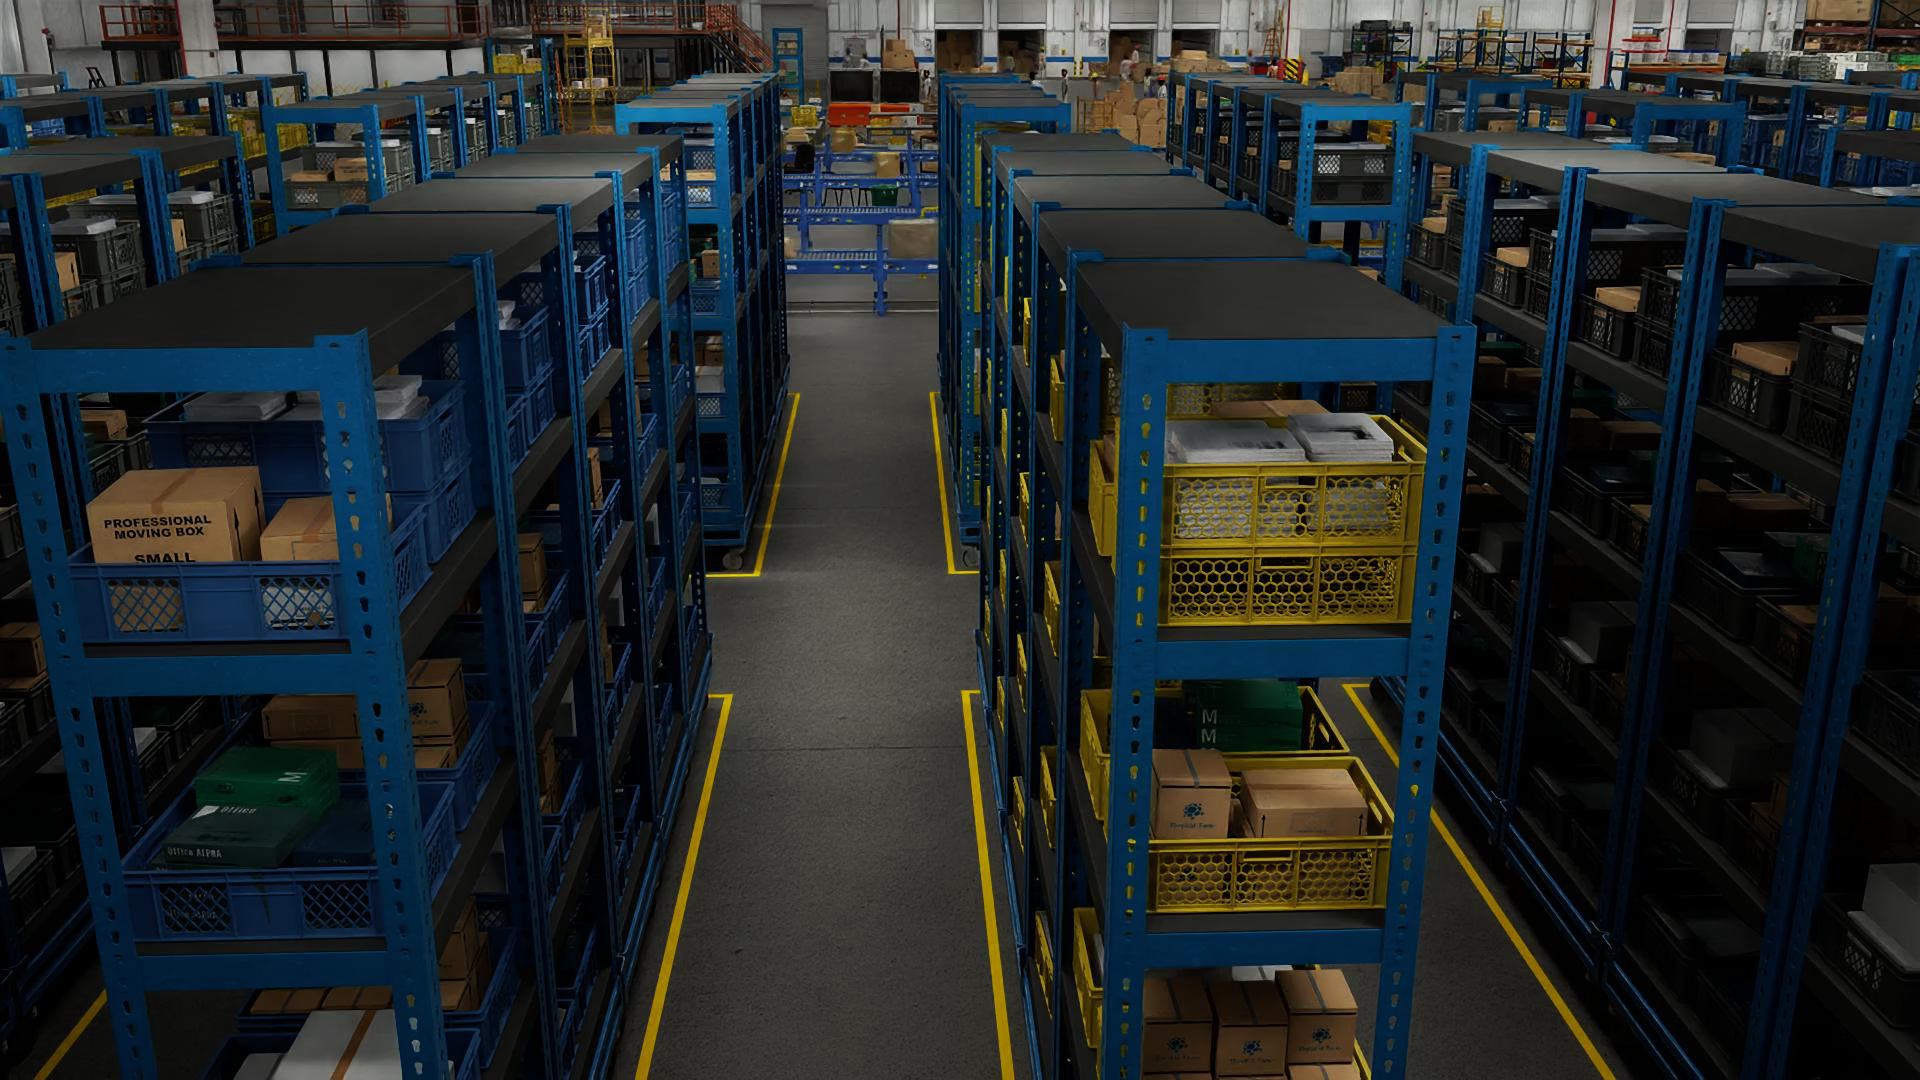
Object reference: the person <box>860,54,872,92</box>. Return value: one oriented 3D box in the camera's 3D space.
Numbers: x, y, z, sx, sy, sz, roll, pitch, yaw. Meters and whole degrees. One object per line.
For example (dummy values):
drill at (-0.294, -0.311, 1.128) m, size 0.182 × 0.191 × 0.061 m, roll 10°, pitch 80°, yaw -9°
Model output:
person at (-4.723, -23.381, 83.251) m, size 0.639 × 1.851 × 0.633 m, roll -16°, pitch 24°, yaw -40°

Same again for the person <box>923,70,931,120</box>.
person at (-1.244, -16.862, 63.063) m, size 0.309 × 1.868 × 0.535 m, roll -3°, pitch 18°, yaw -10°

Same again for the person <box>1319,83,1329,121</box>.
person at (12.358, -14.662, 56.547) m, size 0.535 × 1.690 × 0.319 m, roll 12°, pitch 21°, yaw 32°

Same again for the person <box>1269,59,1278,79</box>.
person at (15.150, -22.388, 80.456) m, size 0.534 × 1.691 × 0.321 m, roll -13°, pitch 22°, yaw -35°

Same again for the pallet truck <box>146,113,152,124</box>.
pallet truck at (-18.087, -8.309, 36.390) m, size 1.885 × 1.965 × 0.823 m, roll -1°, pitch 18°, yaw -4°

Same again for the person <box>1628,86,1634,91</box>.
person at (21.321, -13.553, 52.962) m, size 0.592 × 1.789 × 0.789 m, roll -8°, pitch 20°, yaw -24°

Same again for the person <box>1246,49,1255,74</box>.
person at (15.714, -25.489, 89.688) m, size 0.718 × 1.915 × 0.555 m, roll -17°, pitch 24°, yaw -42°

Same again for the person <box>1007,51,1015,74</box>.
person at (2.682, -25.717, 90.552) m, size 0.781 × 1.824 × 0.630 m, roll 5°, pitch 19°, yaw 15°

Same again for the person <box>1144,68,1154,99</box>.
person at (7.396, -17.425, 64.780) m, size 0.808 × 1.894 × 0.597 m, roll -7°, pitch 19°, yaw -20°

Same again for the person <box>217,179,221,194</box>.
person at (-16.059, -8.251, 36.355) m, size 0.408 × 1.909 × 0.642 m, roll 12°, pitch 22°, yaw 33°

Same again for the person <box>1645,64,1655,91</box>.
person at (30.722, -20.405, 74.004) m, size 0.578 × 1.882 × 0.346 m, roll -8°, pitch 20°, yaw -23°

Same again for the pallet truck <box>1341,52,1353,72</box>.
pallet truck at (18.794, -23.123, 82.231) m, size 0.823 × 1.965 × 1.885 m, roll -13°, pitch 22°, yaw -35°

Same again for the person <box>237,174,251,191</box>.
person at (-16.882, -8.990, 38.495) m, size 1.012 × 1.994 × 0.634 m, roll 14°, pitch 23°, yaw 37°

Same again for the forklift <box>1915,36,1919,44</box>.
forklift at (50.200, -25.081, 86.878) m, size 1.129 × 2.768 × 1.873 m, roll -10°, pitch 20°, yaw -27°

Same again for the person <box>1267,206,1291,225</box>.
person at (4.044, -3.562, 21.816) m, size 0.623 × 1.935 × 0.436 m, roll 7°, pitch 19°, yaw 20°

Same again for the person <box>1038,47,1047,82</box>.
person at (4.661, -26.877, 94.004) m, size 0.471 × 1.907 × 0.638 m, roll -10°, pitch 20°, yaw -28°

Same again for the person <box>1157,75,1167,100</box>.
person at (6.905, -14.966, 57.084) m, size 0.372 × 1.939 × 0.544 m, roll -1°, pitch 18°, yaw -3°

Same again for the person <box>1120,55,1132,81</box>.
person at (8.309, -23.371, 83.279) m, size 0.636 × 1.819 × 0.675 m, roll -10°, pitch 20°, yaw -28°

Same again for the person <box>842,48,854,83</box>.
person at (-6.226, -26.219, 91.961) m, size 0.606 × 1.896 × 0.983 m, roll 15°, pitch 23°, yaw 39°

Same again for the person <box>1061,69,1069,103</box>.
person at (4.021, -17.247, 64.248) m, size 0.328 × 1.875 × 0.513 m, roll -2°, pitch 18°, yaw -6°

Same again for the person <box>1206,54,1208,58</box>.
person at (12.036, -22.675, 81.009) m, size 0.990 × 1.903 × 0.642 m, roll -9°, pitch 20°, yaw -26°

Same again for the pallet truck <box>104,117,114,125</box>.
pallet truck at (-18.367, -7.885, 35.078) m, size 1.885 × 1.965 × 0.823 m, roll 1°, pitch 18°, yaw 2°

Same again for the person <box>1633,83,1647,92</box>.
person at (23.826, -15.435, 58.372) m, size 0.536 × 2.000 × 0.674 m, roll 6°, pitch 19°, yaw 19°

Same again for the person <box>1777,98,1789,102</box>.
person at (30.371, -16.236, 60.986) m, size 0.895 × 1.949 × 0.615 m, roll -5°, pitch 18°, yaw -14°

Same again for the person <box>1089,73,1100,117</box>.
person at (5.342, -17.101, 64.037) m, size 0.848 × 1.719 × 0.532 m, roll -1°, pitch 18°, yaw -4°

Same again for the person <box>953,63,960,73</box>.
person at (-0.062, -19.659, 71.799) m, size 0.728 × 1.824 × 0.525 m, roll -8°, pitch 20°, yaw -23°

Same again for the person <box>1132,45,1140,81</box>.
person at (10.058, -27.243, 94.985) m, size 0.385 × 1.993 × 0.623 m, roll -7°, pitch 19°, yaw -20°

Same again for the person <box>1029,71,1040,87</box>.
person at (2.740, -16.098, 60.617) m, size 0.971 × 1.931 × 0.592 m, roll 17°, pitch 24°, yaw 42°
